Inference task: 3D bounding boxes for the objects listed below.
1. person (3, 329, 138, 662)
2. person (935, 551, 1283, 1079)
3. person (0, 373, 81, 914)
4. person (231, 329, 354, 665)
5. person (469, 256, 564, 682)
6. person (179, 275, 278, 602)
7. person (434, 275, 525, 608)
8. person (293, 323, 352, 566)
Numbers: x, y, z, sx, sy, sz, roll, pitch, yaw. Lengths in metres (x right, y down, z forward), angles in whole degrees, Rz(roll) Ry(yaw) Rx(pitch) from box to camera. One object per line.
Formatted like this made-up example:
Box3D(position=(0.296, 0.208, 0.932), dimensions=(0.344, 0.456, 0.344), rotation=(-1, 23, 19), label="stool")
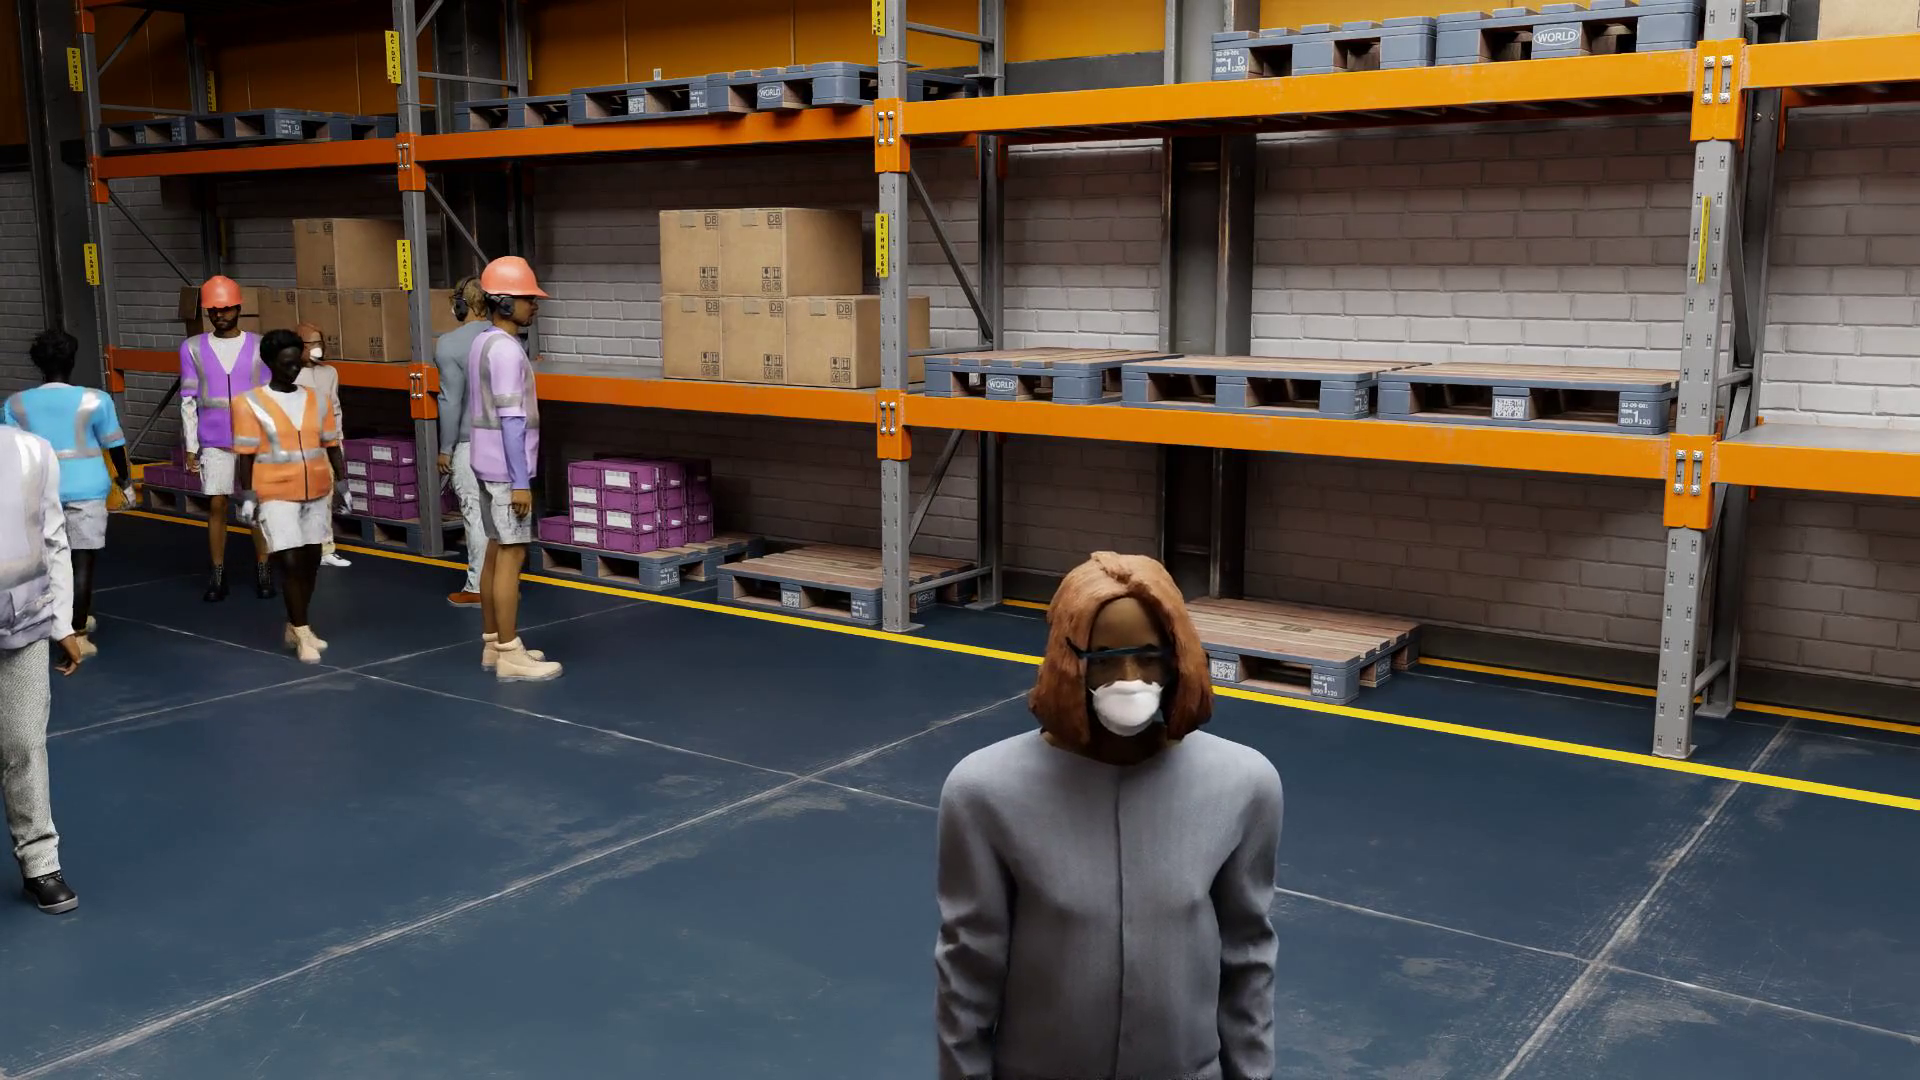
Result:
Box3D(position=(-4.544, -0.244, 8.586), dimensions=(0.543, 1.673, 0.752), rotation=(-1, 10, -5), label="person")
Box3D(position=(0.214, 0.818, 2.379), dimensions=(0.501, 1.632, 0.287), rotation=(-1, 10, -8), label="person")
Box3D(position=(-2.984, 0.271, 5.030), dimensions=(0.600, 1.836, 0.404), rotation=(-9, 13, -43), label="person")
Box3D(position=(-3.368, -0.223, 8.432), dimensions=(0.457, 1.688, 0.548), rotation=(8, 13, 40), label="person")
Box3D(position=(-2.166, -0.341, 8.065), dimensions=(0.397, 2.043, 0.610), rotation=(-5, 11, -25), label="person")
Box3D(position=(-4.318, -0.595, 9.888), dimensions=(0.552, 1.935, 0.373), rotation=(-3, 10, -20), label="person")
Box3D(position=(-2.810, -0.571, 9.741), dimensions=(0.372, 1.940, 0.629), rotation=(5, 11, 29), label="person")
Box3D(position=(-4.225, -0.595, 10.827), dimensions=(0.284, 1.625, 0.492), rotation=(5, 11, 27), label="person")
